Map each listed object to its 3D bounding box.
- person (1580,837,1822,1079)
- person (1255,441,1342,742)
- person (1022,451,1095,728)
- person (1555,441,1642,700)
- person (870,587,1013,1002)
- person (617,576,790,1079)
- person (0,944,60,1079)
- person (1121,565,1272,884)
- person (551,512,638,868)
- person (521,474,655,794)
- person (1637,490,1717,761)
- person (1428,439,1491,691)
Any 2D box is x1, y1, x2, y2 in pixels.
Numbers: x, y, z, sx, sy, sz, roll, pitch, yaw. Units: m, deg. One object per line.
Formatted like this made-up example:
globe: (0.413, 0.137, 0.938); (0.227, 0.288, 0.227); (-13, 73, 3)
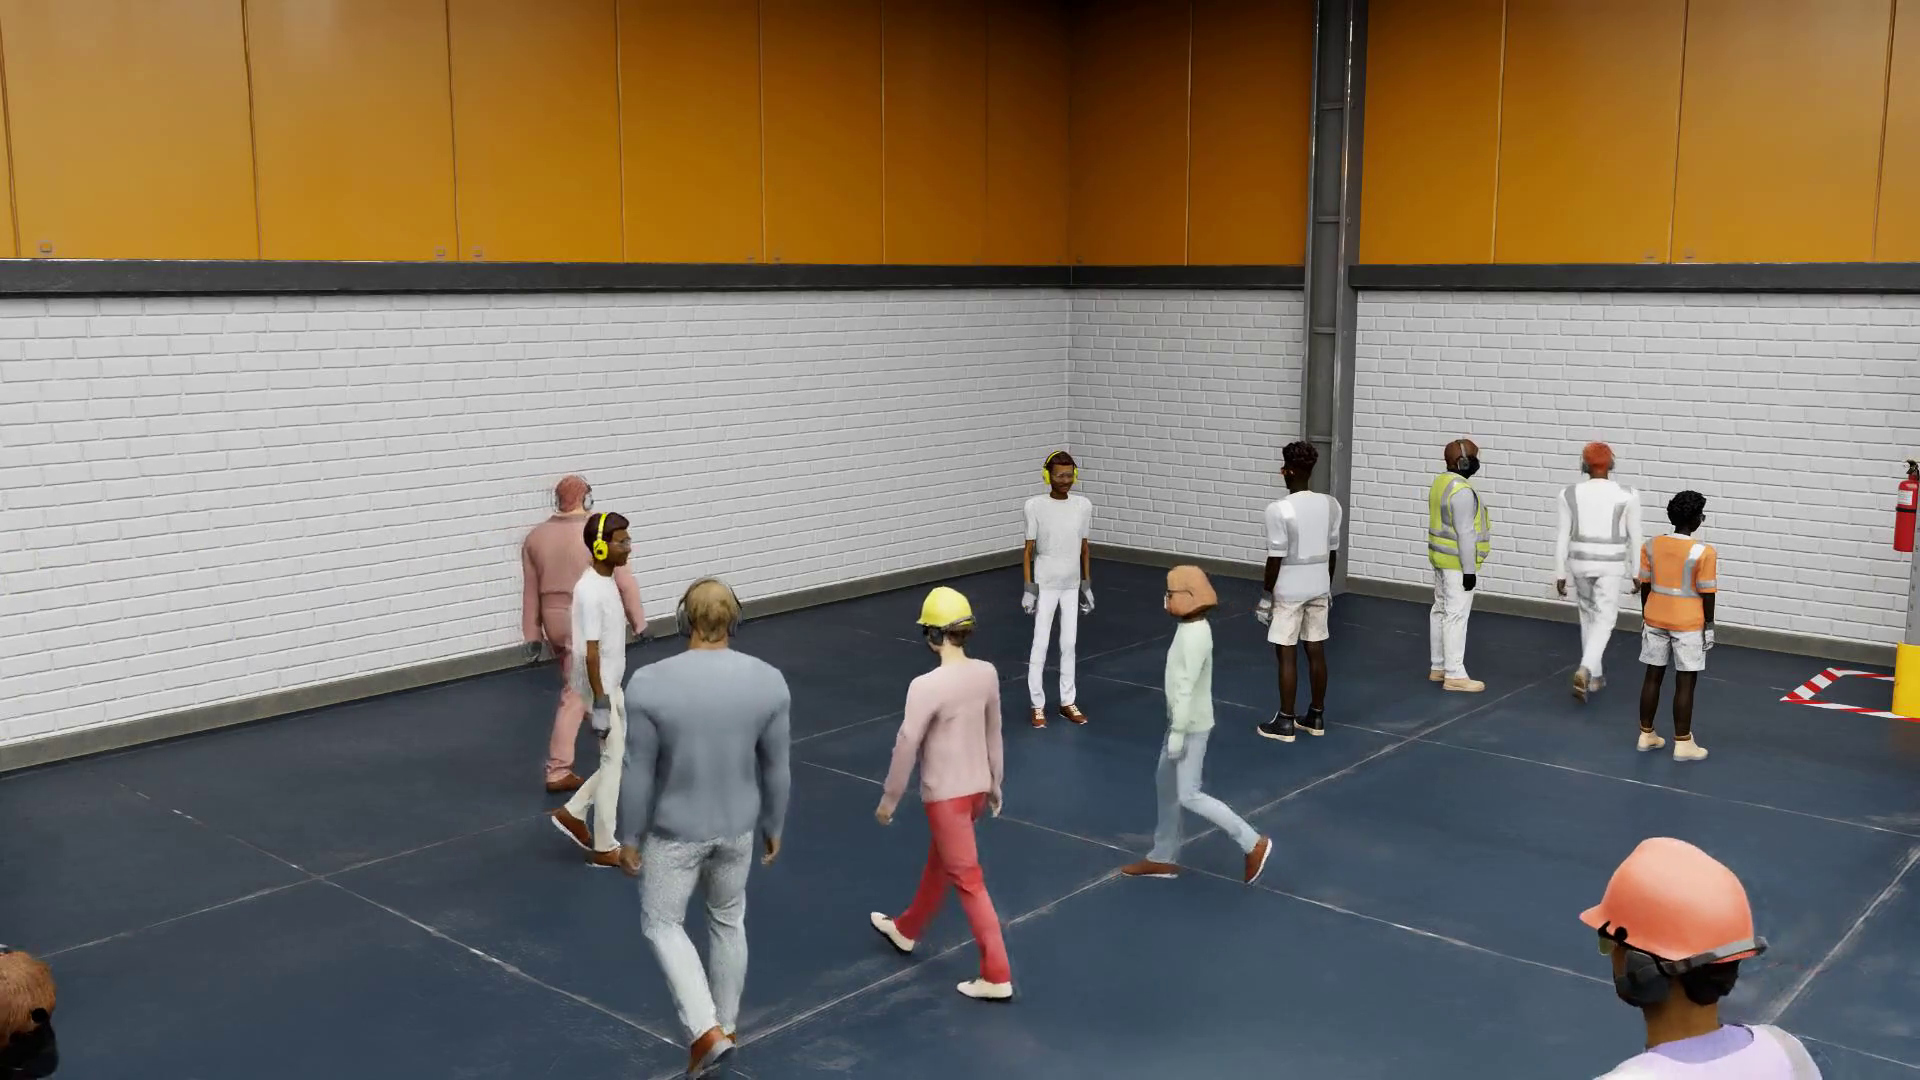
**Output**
person: (1.280, 1.539, 3.210); (0.630, 1.984, 1.031); (-5, 11, -31)
person: (2.200, 0.332, 10.860); (0.603, 1.967, 0.366); (-5, 10, -29)
person: (0.665, 0.330, 11.203); (0.520, 1.864, 0.326); (-3, 10, -20)
person: (4.545, 0.224, 11.921); (0.594, 1.858, 0.882); (6, 11, 31)
person: (-0.097, 1.055, 7.074); (0.900, 1.719, 0.541); (7, 12, 38)
person: (-0.951, 1.087, 6.258); (0.665, 1.923, 0.659); (-5, 10, -27)
person: (-1.933, 1.637, 3.181); (0.529, 1.804, 0.644); (-4, 10, -21)
person: (1.178, 0.923, 8.239); (0.682, 1.612, 0.502); (1, 9, 4)
person: (-1.814, 0.768, 8.471); (0.442, 1.853, 0.551); (-1, 9, -4)
person: (-2.241, 0.530, 9.996); (0.657, 1.846, 1.020); (4, 10, 26)
person: (4.512, 0.530, 10.462); (0.317, 1.695, 0.540); (-5, 10, -30)
person: (3.663, 0.177, 12.225); (0.429, 1.846, 0.627); (0, 9, -2)
